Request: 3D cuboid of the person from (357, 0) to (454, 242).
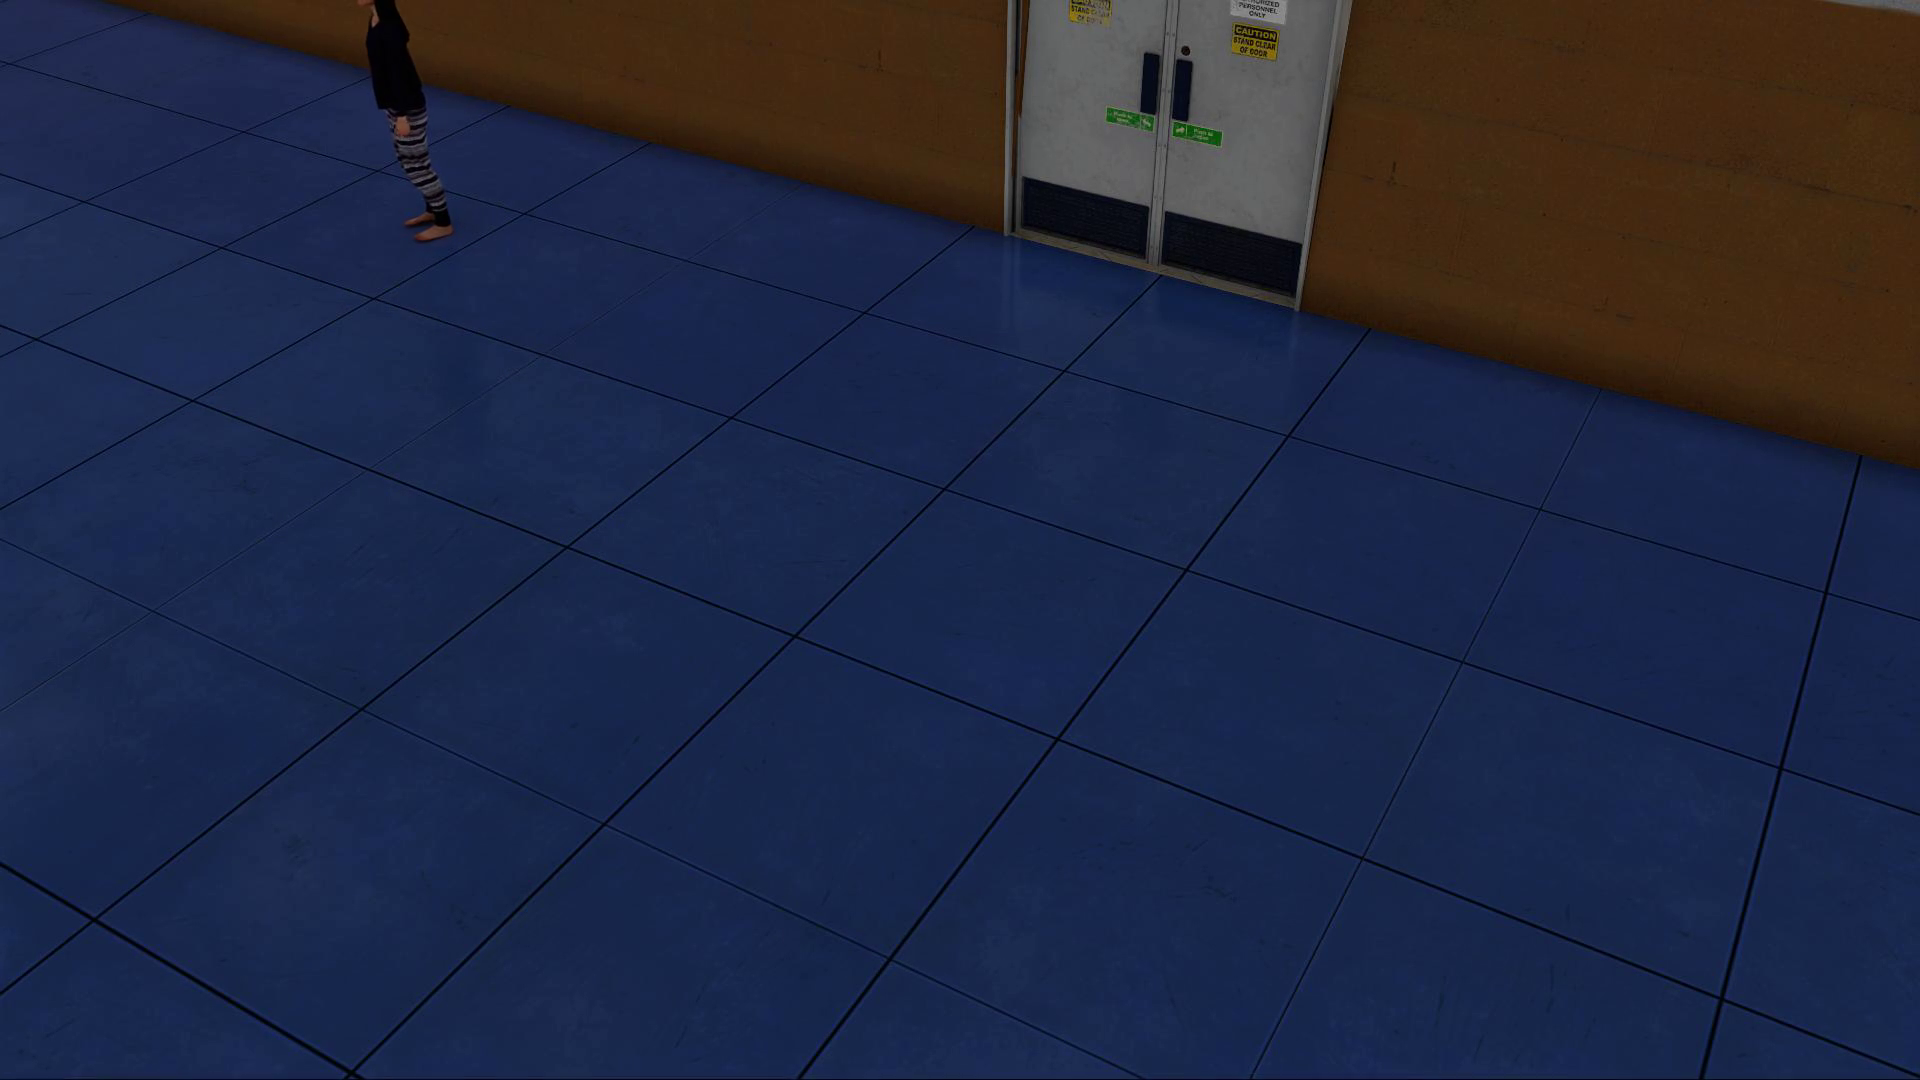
[{"bbox_3d":[-3.423,-2.694,10.240,0.686,1.731,0.671,-17,40,-22],"label":"person"}]
